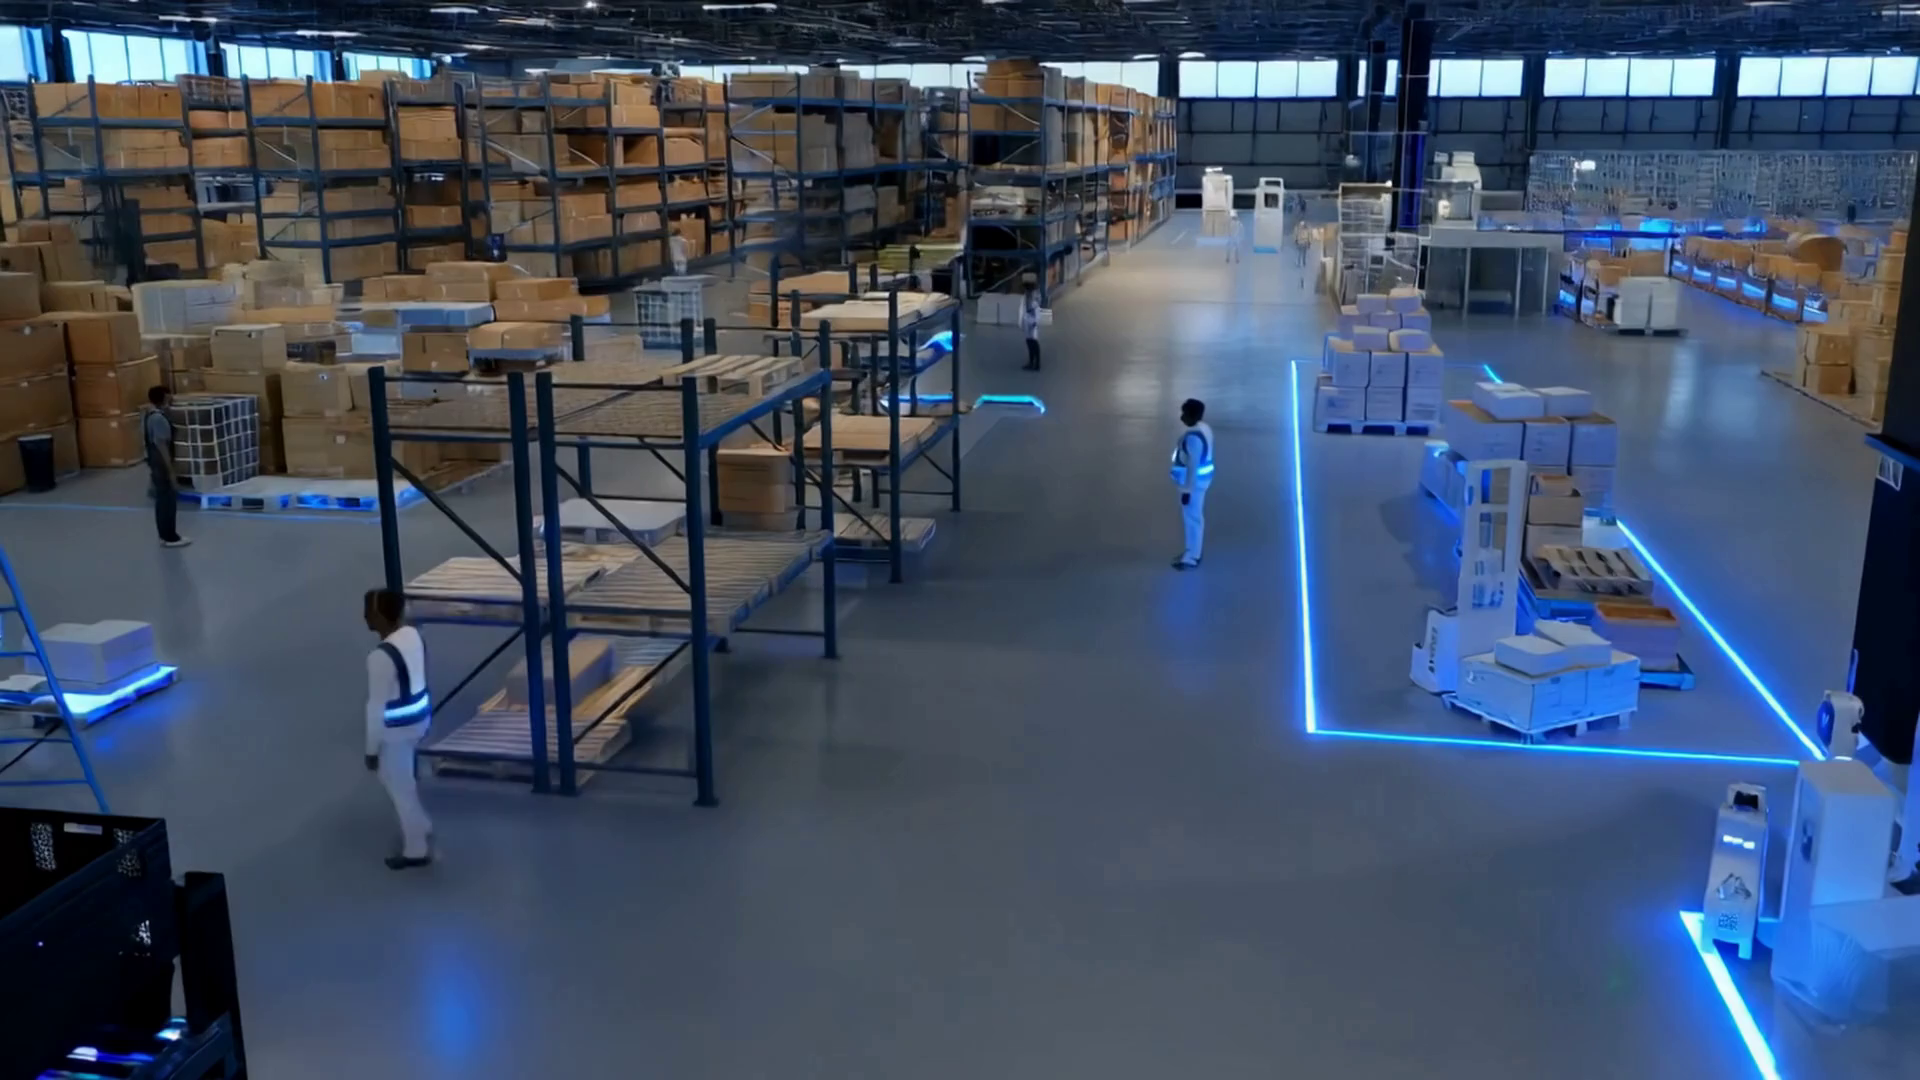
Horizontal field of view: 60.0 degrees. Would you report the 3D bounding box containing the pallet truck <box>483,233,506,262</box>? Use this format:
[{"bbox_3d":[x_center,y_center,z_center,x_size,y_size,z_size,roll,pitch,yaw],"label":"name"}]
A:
[{"bbox_3d":[-11.832,-7.026,43.548,1.885,1.965,0.823,8,16,28],"label":"pallet truck"}]

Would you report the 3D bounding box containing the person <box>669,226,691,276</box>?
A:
[{"bbox_3d":[-8.092,-8.097,48.035,0.625,1.927,0.507,5,15,19],"label":"person"}]

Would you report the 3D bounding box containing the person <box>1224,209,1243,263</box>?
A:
[{"bbox_3d":[9.684,-10.776,58.957,0.638,1.910,0.407,2,14,10],"label":"person"}]

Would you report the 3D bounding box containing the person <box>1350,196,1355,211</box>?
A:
[{"bbox_3d":[20.665,-17.783,87.769,0.485,1.735,0.347,-10,17,-35],"label":"person"}]

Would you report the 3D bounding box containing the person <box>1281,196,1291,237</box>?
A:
[{"bbox_3d":[14.294,-14.316,73.584,0.601,1.790,0.791,-1,14,-2],"label":"person"}]

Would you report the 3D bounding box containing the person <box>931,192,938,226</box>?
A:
[{"bbox_3d":[-1.298,-16.491,82.380,0.417,1.811,0.603,3,14,12],"label":"person"}]

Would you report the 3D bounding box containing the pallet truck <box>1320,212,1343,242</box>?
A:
[{"bbox_3d":[15.874,-13.227,70.310,0.680,1.201,1.601,10,17,35],"label":"pallet truck"}]

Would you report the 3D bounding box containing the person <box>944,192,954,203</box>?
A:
[{"bbox_3d":[-0.592,-18.997,92.600,0.641,1.812,0.852,-4,14,-16],"label":"person"}]

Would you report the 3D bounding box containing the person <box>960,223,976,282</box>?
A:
[{"bbox_3d":[0.287,-8.896,51.327,0.399,1.907,0.644,-11,18,-39],"label":"person"}]

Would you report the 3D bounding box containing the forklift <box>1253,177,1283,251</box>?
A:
[{"bbox_3d":[12.083,-12.747,64.956,1.129,2.768,1.873,3,14,10],"label":"forklift"}]

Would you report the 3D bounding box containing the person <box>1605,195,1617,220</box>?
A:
[{"bbox_3d":[28.760,-14.282,73.312,1.026,1.845,0.653,3,14,12],"label":"person"}]

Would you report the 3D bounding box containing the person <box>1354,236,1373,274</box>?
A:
[{"bbox_3d":[11.386,-7.712,46.945,0.534,1.699,0.318,8,16,30],"label":"person"}]

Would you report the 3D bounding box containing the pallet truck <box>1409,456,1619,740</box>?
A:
[{"bbox_3d":[4.504,0.400,13.395,0.823,1.965,1.885,-6,15,-23],"label":"pallet truck"}]

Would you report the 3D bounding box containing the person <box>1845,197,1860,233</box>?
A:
[{"bbox_3d":[38.665,-13.921,71.979,0.918,1.777,0.599,5,15,21],"label":"person"}]

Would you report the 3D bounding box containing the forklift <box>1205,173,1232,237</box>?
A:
[{"bbox_3d":[11.250,-14.482,72.003,1.129,2.768,1.873,3,14,10],"label":"forklift"}]

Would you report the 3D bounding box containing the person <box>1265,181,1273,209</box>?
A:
[{"bbox_3d":[17.102,-18.925,91.977,0.543,1.939,0.361,-12,18,-39],"label":"person"}]

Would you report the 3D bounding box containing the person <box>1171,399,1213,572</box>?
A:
[{"bbox_3d":[2.461,-0.585,17.719,0.429,1.844,0.627,4,14,16],"label":"person"}]

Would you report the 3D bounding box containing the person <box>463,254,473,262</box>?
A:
[{"bbox_3d":[-11.997,-6.218,40.963,0.852,1.662,0.539,5,15,18],"label":"person"}]

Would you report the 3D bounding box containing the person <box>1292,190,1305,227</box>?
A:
[{"bbox_3d":[15.722,-15.239,77.091,0.623,1.911,0.949,1,14,3],"label":"person"}]

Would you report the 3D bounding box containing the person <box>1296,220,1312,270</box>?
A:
[{"bbox_3d":[11.626,-10.010,56.328,0.536,1.670,0.719,3,14,12],"label":"person"}]

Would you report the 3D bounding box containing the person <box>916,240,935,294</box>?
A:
[{"bbox_3d":[-0.848,-6.581,41.905,0.643,1.924,0.784,-7,15,-26],"label":"person"}]

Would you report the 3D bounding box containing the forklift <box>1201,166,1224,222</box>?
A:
[{"bbox_3d":[12.985,-17.720,85.146,1.129,2.768,1.873,3,14,10],"label":"forklift"}]

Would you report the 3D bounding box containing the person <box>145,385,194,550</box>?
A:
[{"bbox_3d":[-8.911,-0.816,18.649,0.327,1.843,0.516,-11,18,-37],"label":"person"}]

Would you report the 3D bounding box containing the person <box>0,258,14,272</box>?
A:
[{"bbox_3d":[-20.854,-5.214,36.400,0.840,1.886,0.633,-3,14,-13],"label":"person"}]

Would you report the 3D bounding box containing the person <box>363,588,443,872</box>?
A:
[{"bbox_3d":[-3.540,1.199,10.413,0.416,1.870,0.613,1,14,4],"label":"person"}]

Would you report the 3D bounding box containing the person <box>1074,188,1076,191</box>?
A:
[{"bbox_3d":[5.724,-16.368,81.692,0.680,1.883,0.689,1,14,2],"label":"person"}]

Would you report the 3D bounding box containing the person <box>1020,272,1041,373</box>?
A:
[{"bbox_3d":[1.378,-4.213,32.248,0.378,1.938,0.547,-5,15,-18],"label":"person"}]

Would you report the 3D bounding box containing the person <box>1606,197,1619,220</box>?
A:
[{"bbox_3d":[28.278,-14.038,72.411,0.754,1.814,0.574,1,14,6],"label":"person"}]

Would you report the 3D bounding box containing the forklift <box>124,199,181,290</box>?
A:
[{"bbox_3d":[-22.037,-7.706,44.490,1.873,2.768,1.129,-11,17,-37],"label":"forklift"}]

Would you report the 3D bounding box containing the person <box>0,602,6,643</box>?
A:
[{"bbox_3d":[-9.010,0.008,15.138,0.376,1.930,0.628,-11,18,-38],"label":"person"}]
